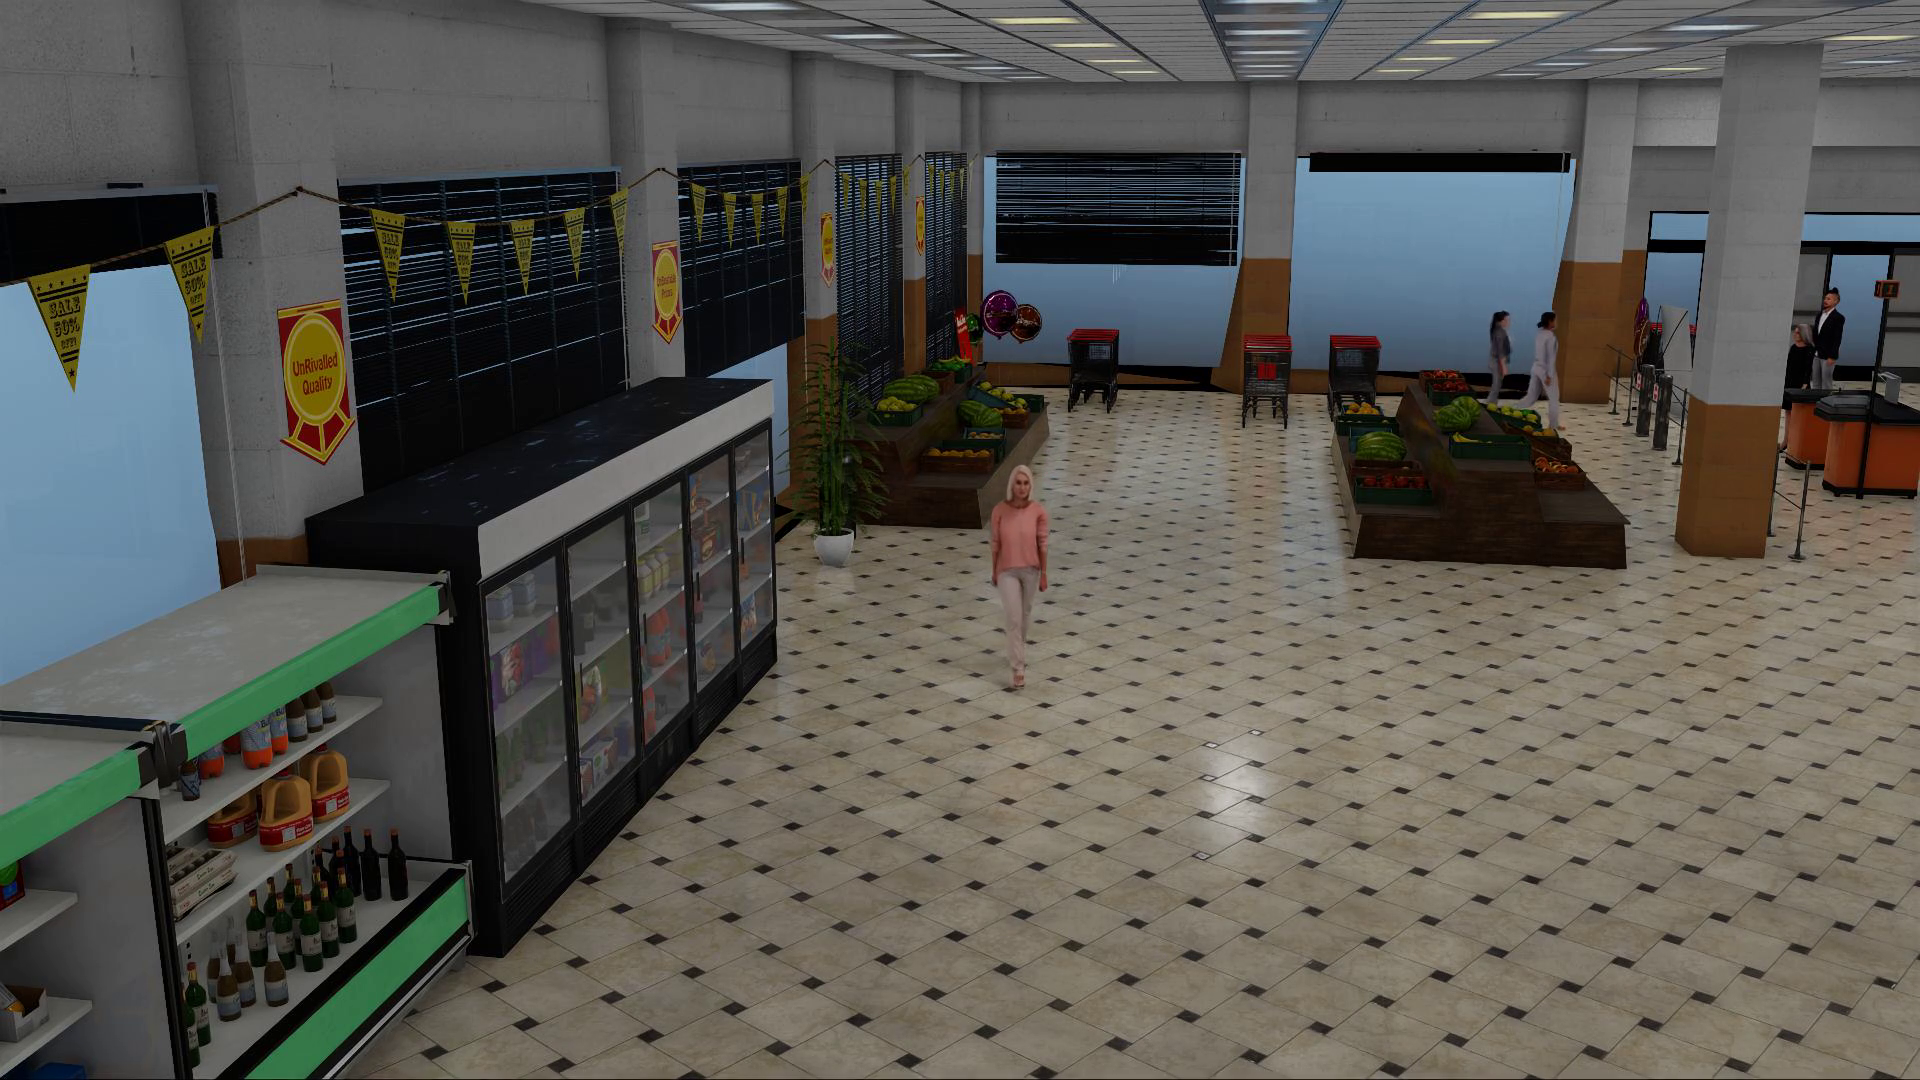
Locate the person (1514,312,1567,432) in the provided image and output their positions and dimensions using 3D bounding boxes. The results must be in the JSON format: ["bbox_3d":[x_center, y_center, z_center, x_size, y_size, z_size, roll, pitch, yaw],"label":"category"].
[{"bbox_3d":[8.253,-2.389,23.749,0.990,1.720,1.126,-4,14,-15],"label":"person"}]

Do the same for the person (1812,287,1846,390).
[{"bbox_3d":[13.091,-2.847,25.148,0.847,1.950,0.693,-3,14,-13],"label":"person"}]

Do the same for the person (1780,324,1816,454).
[{"bbox_3d":[11.105,-2.004,22.106,0.748,1.746,0.632,-3,14,-13],"label":"person"}]

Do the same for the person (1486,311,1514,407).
[{"bbox_3d":[8.028,-2.606,24.794,0.769,1.651,0.557,0,14,-1],"label":"person"}]

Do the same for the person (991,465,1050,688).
[{"bbox_3d":[0.461,0.247,12.990,0.784,1.669,1.236,0,14,-2],"label":"person"}]
